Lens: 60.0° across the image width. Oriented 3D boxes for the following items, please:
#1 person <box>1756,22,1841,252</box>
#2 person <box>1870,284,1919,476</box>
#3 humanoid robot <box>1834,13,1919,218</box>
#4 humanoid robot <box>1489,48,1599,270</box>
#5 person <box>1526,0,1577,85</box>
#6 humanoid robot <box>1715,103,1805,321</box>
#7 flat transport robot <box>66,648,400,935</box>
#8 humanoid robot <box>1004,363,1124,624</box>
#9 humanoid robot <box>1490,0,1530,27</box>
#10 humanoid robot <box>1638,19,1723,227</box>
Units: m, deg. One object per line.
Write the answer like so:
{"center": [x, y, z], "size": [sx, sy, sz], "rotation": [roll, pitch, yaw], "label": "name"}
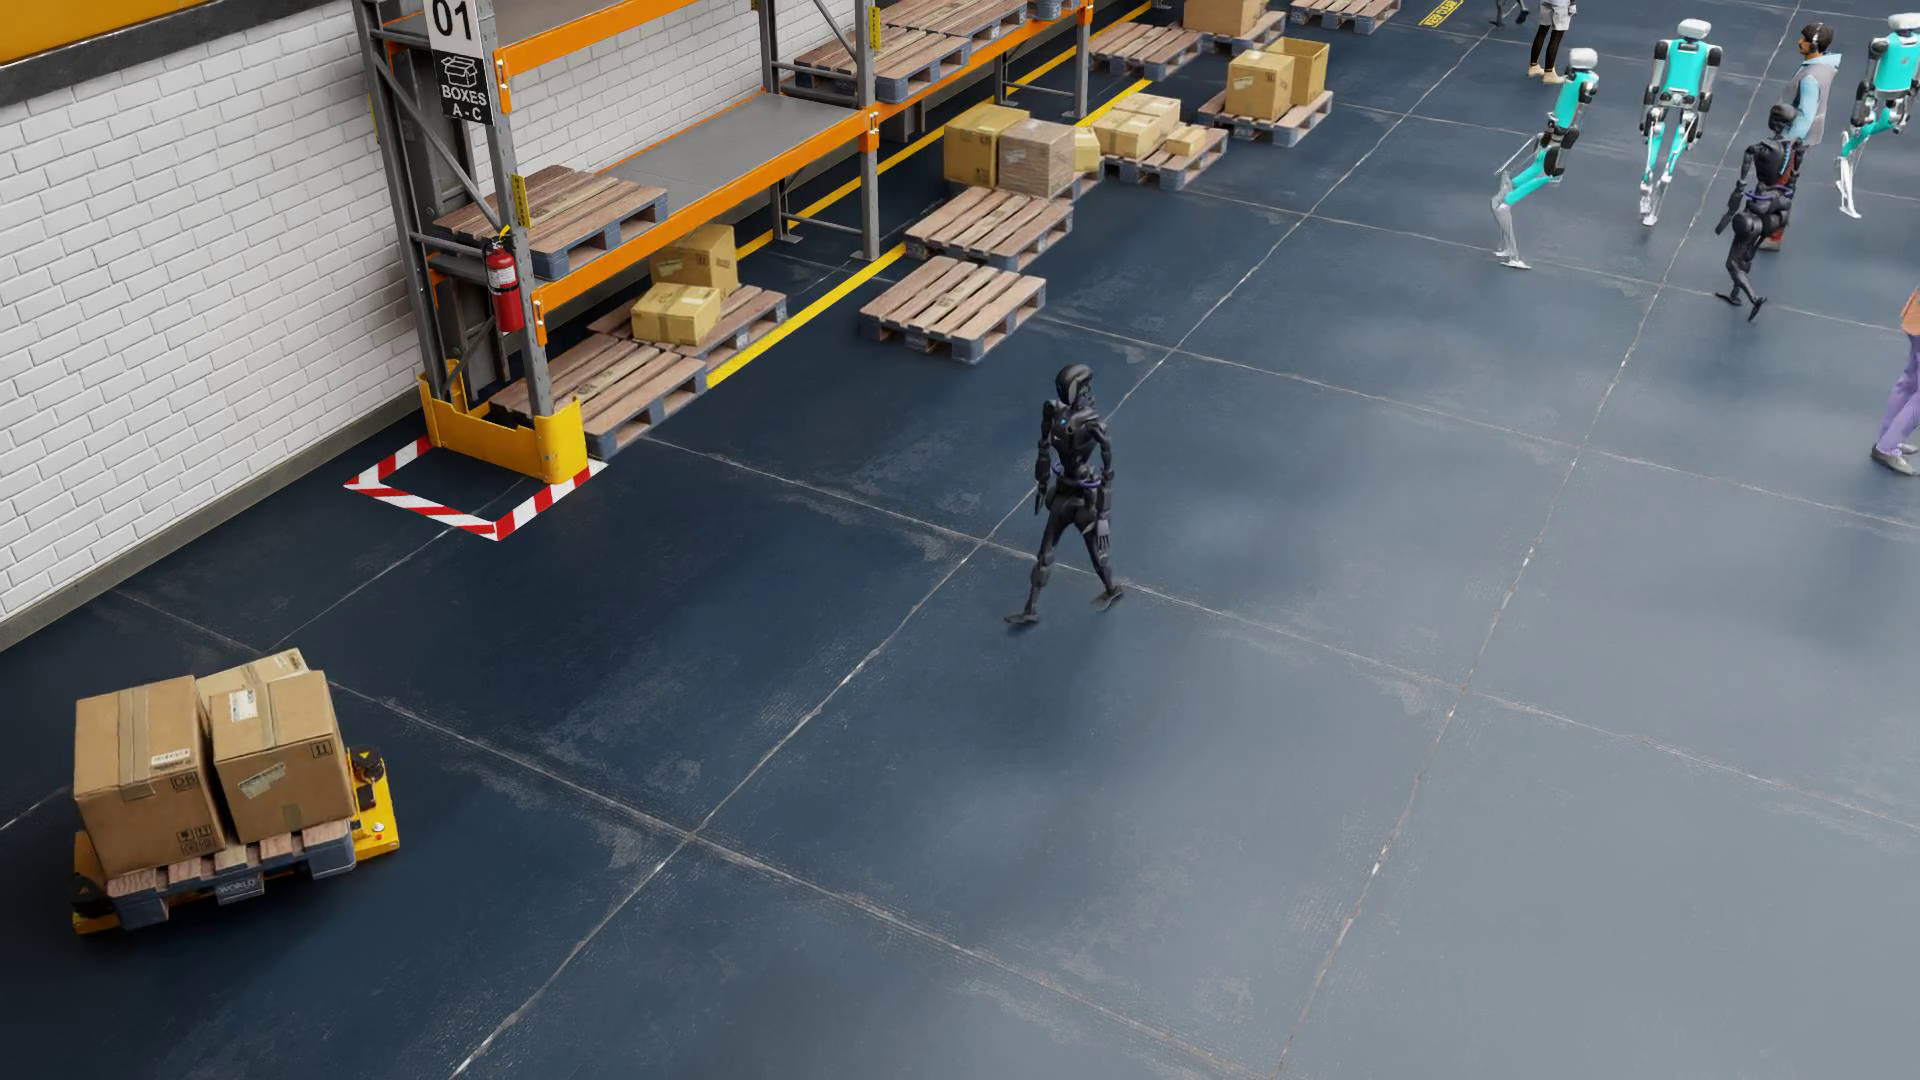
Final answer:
{"center": [6.869, -3.305, 13.688], "size": [0.407, 1.877, 0.545], "rotation": [15, 36, 22], "label": "person"}
{"center": [6.267, -1.312, 10.747], "size": [0.385, 1.810, 0.601], "rotation": [14, 36, 19], "label": "person"}
{"center": [7.929, -3.777, 14.554], "size": [0.561, 1.791, 0.884], "rotation": [-2, 33, -2], "label": "humanoid robot"}
{"center": [4.642, -3.093, 13.487], "size": [0.775, 1.752, 0.566], "rotation": [1, 33, 2], "label": "humanoid robot"}
{"center": [6.266, -5.647, 17.395], "size": [0.317, 1.695, 0.539], "rotation": [-11, 35, -16], "label": "person"}
{"center": [6.153, -2.499, 12.664], "size": [0.608, 1.631, 0.609], "rotation": [-10, 35, -15], "label": "humanoid robot"}
{"center": [-3.486, 1.416, 8.005], "size": [1.431, 0.231, 0.659], "rotation": [-13, 36, -19], "label": "flat transport robot"}
{"center": [0.633, -0.227, 9.256], "size": [0.787, 1.626, 0.600], "rotation": [-27, 42, -34], "label": "humanoid robot"}
{"center": [6.371, -6.685, 18.994], "size": [0.589, 1.645, 0.468], "rotation": [-8, 34, -12], "label": "humanoid robot"}
{"center": [5.960, -3.440, 14.012], "size": [0.542, 1.724, 0.977], "rotation": [18, 37, 25], "label": "humanoid robot"}
